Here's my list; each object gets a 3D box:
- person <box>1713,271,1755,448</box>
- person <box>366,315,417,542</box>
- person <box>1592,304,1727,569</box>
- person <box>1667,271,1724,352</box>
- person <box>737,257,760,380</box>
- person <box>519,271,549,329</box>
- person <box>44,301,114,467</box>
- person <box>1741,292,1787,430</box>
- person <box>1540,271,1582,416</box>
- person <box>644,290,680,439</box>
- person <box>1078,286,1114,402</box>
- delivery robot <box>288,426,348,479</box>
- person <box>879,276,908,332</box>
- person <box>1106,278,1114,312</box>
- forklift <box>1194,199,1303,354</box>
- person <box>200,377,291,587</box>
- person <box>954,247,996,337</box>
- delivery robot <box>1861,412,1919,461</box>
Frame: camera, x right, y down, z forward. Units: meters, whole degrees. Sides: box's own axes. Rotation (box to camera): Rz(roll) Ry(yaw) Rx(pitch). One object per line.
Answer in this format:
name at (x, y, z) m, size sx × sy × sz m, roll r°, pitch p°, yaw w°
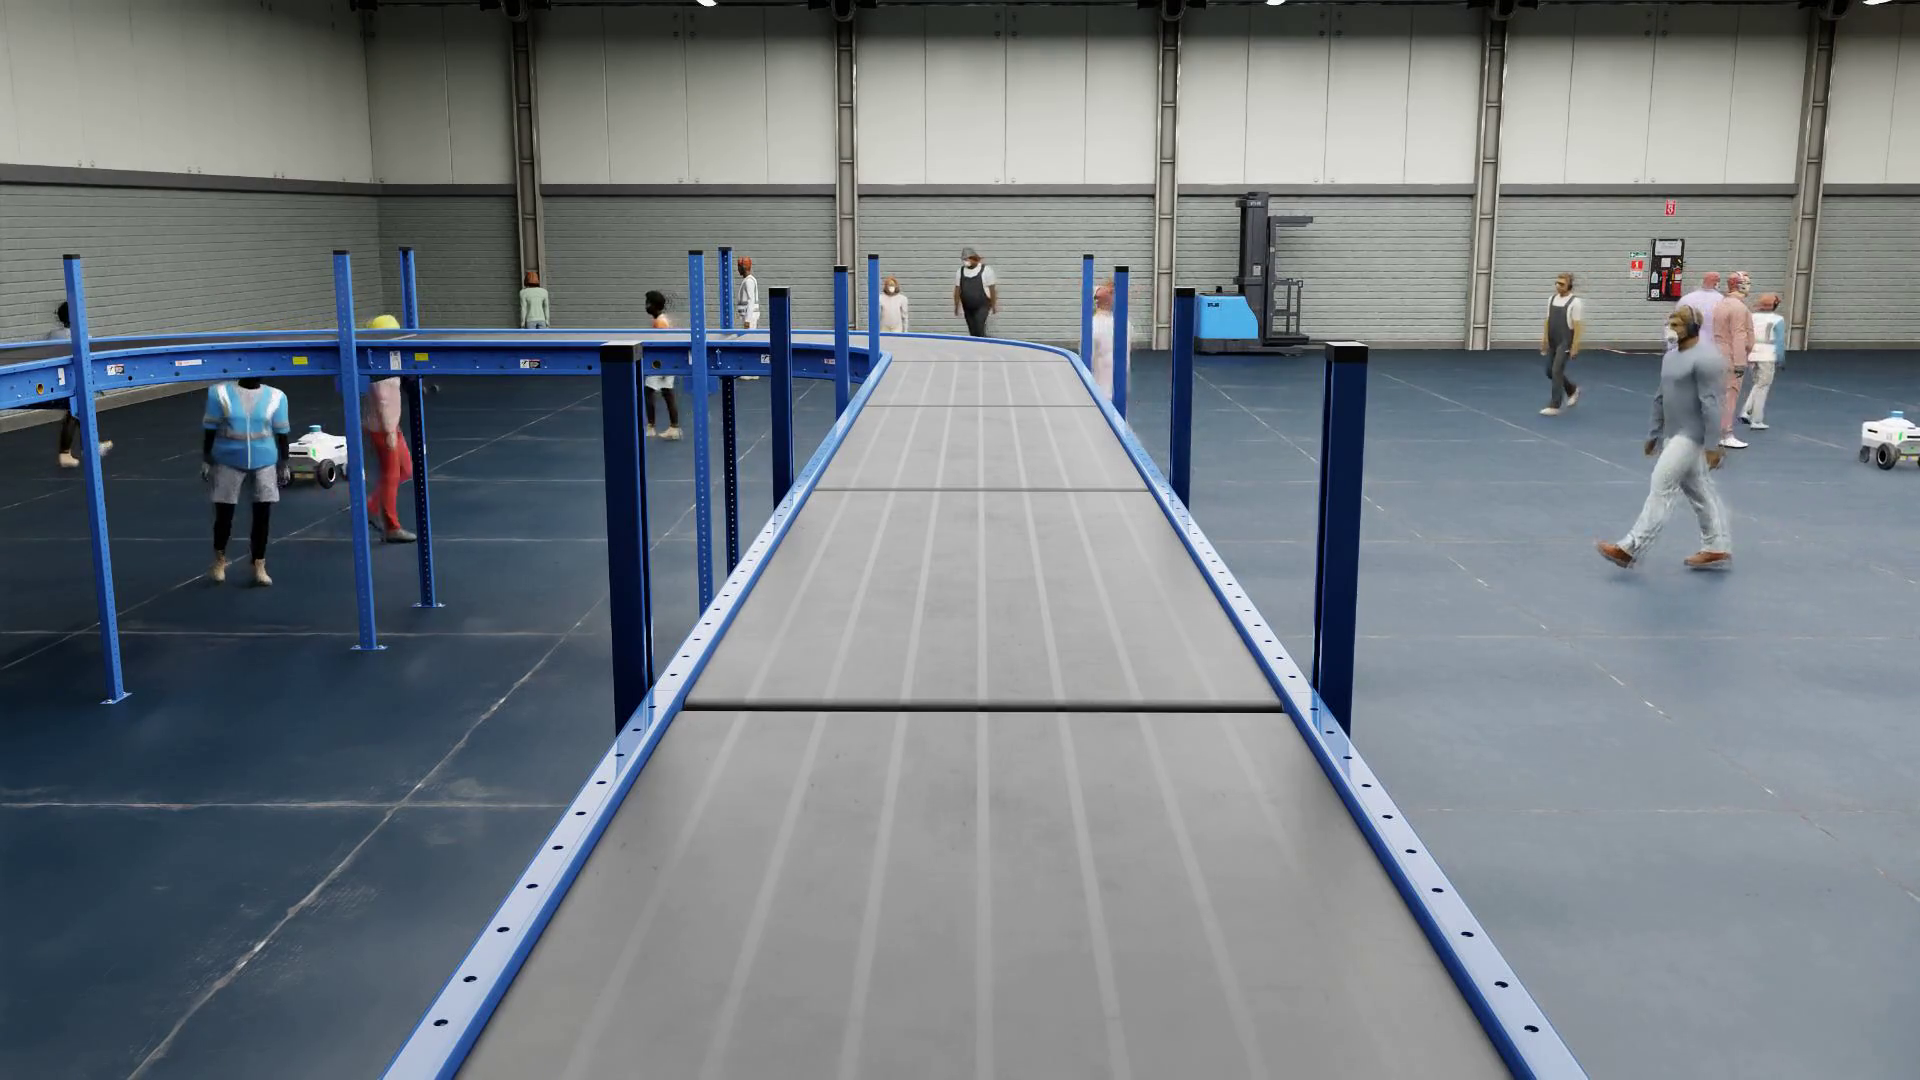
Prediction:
person at (8.480, -1.981, 18.240) m, size 0.409 × 1.913 × 0.651 m, roll 1°, pitch 11°, yaw 6°
person at (-4.417, -0.853, 12.827) m, size 0.393 × 1.753 × 0.556 m, roll -3°, pitch 11°, yaw -14°
person at (5.043, -0.717, 11.794) m, size 1.031 × 1.884 × 0.654 m, roll 0°, pitch 11°, yaw 0°
person at (9.113, -2.388, 20.546) m, size 0.681 × 1.843 × 0.993 m, roll 10°, pitch 15°, yaw 42°
person at (-3.290, -3.446, 25.831) m, size 0.353 × 1.886 × 0.572 m, roll -1°, pitch 11°, yaw -7°
person at (-6.825, -3.483, 26.672) m, size 0.502 × 1.632 × 0.279 m, roll -9°, pitch 14°, yaw -39°
person at (-8.943, -1.595, 16.907) m, size 0.551 × 1.642 × 0.876 m, roll 3°, pitch 11°, yaw 15°
person at (9.534, -2.122, 19.710) m, size 0.372 × 1.625 × 0.505 m, roll -4°, pitch 12°, yaw -18°
person at (7.697, -2.509, 21.186) m, size 0.685 × 1.824 × 0.525 m, roll -5°, pitch 12°, yaw -24°
person at (-3.471, -1.956, 18.690) m, size 0.654 × 1.673 × 0.557 m, roll -2°, pitch 11°, yaw -10°
person at (1.349, -1.446, 15.610) m, size 0.959 × 1.871 × 0.653 m, roll 8°, pitch 13°, yaw 34°
delivery robot at (-6.089, -0.840, 15.741) m, size 0.477 × 0.478 × 0.707 m, roll 1°, pitch 11°, yaw 6°
person at (-1.035, -3.176, 25.127) m, size 0.507 × 1.622 × 0.527 m, roll 0°, pitch 11°, yaw -2°
person at (2.218, -3.031, 24.386) m, size 0.434 × 1.620 × 0.505 m, roll -4°, pitch 12°, yaw -18°
forklift at (5.313, -4.851, 30.603) m, size 1.873 × 2.768 × 1.129 m, roll 0°, pitch 11°, yaw 1°
person at (-4.878, -0.519, 11.375) m, size 0.593 × 1.663 × 0.391 m, roll -6°, pitch 13°, yaw -30°
person at (0.243, -4.077, 28.788) m, size 0.704 × 2.000 × 0.855 m, roll 5°, pitch 12°, yaw 25°
delivery robot at (9.486, -1.059, 16.866) m, size 0.477 × 0.478 × 0.707 m, roll 0°, pitch 11°, yaw -1°
